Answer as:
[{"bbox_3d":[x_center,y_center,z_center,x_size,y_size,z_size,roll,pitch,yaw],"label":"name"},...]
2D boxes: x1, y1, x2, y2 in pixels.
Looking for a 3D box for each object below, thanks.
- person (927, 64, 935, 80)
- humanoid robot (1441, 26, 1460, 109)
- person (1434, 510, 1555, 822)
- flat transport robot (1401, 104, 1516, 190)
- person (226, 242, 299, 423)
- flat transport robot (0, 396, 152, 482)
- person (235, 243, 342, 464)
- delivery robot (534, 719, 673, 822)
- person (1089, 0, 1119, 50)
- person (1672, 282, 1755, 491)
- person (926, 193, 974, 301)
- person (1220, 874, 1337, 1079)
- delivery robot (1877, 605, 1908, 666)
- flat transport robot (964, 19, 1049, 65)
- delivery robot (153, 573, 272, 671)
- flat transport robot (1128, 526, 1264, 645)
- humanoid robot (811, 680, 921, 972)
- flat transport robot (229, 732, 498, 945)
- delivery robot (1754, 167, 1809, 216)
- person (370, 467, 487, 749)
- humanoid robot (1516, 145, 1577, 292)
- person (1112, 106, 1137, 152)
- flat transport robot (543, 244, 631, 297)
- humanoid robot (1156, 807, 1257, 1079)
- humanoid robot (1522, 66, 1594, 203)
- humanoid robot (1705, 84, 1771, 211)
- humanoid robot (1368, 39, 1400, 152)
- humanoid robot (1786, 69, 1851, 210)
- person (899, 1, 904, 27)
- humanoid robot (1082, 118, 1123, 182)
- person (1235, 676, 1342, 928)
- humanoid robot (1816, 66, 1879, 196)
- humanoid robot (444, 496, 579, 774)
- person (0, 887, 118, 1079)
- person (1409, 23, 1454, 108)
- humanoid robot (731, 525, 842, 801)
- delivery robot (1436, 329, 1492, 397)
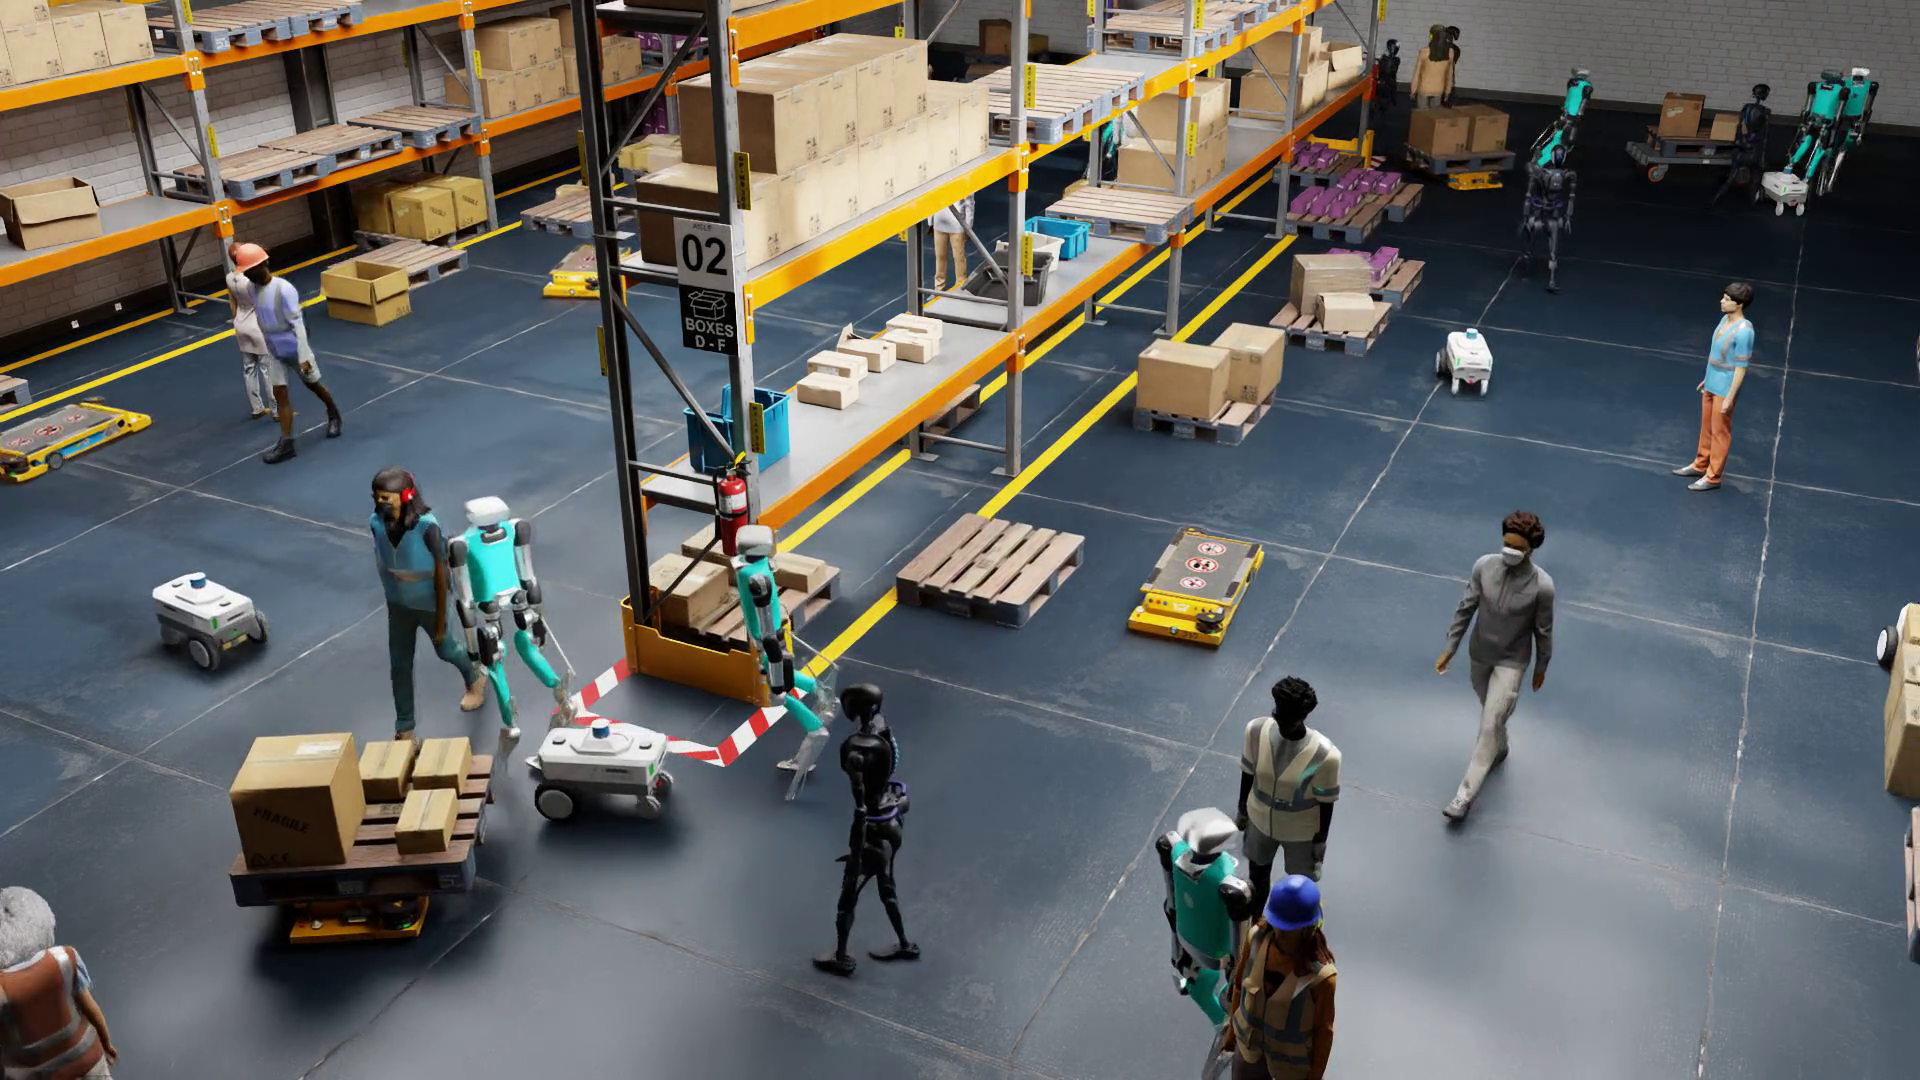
[{"bbox_3d":[-0.502,-5.331,21.815,0.480,1.811,0.600,1,26,2],"label":"person"},{"bbox_3d":[7.351,-6.994,25.346,0.668,1.642,0.600,2,26,3],"label":"humanoid robot"},{"bbox_3d":[3.096,0.677,9.633,0.992,1.843,0.536,-24,35,-39],"label":"person"},{"bbox_3d":[6.895,-5.131,23.142,0.659,0.231,1.431,-6,27,-12],"label":"flat transport robot"},{"bbox_3d":[-6.334,-1.868,14.980,0.439,1.661,0.285,11,28,21],"label":"person"},{"bbox_3d":[-7.905,-0.891,14.577,0.659,0.231,1.431,10,28,20],"label":"flat transport robot"},{"bbox_3d":[-5.791,-1.669,14.353,0.628,1.871,0.964,10,28,20],"label":"person"},{"bbox_3d":[-2.094,1.321,9.770,0.776,0.580,0.499,2,26,5],"label":"delivery robot"},{"bbox_3d":[2.526,-9.055,29.196,0.533,1.931,0.409,15,30,27],"label":"person"},{"bbox_3d":[6.225,-1.253,13.621,0.328,1.768,0.496,1,26,2],"label":"person"},{"bbox_3d":[-0.118,-3.422,18.014,0.562,1.752,0.325,13,29,25],"label":"person"},{"bbox_3d":[1.292,2.106,6.820,0.462,1.781,0.306,23,34,38],"label":"person"},{"bbox_3d":[6.417,0.728,10.983,0.499,0.592,0.774,9,28,17],"label":"delivery robot"},{"bbox_3d":[0.885,-8.442,29.831,1.431,0.231,0.659,21,33,36],"label":"flat transport robot"},{"bbox_3d":[-5.165,0.524,11.418,0.814,0.612,0.499,16,30,28],"label":"delivery robot"},{"bbox_3d":[1.749,0.313,12.145,0.659,0.231,1.431,10,28,19],"label":"flat transport robot"},{"bbox_3d":[-0.474,1.425,8.317,0.542,1.641,0.609,6,27,11],"label":"humanoid robot"},{"bbox_3d":[-3.239,1.721,9.302,0.659,0.231,1.431,-3,26,-5],"label":"flat transport robot"},{"bbox_3d":[10.725,-4.561,21.690,0.499,0.614,0.791,0,26,0],"label":"delivery robot"},{"bbox_3d":[-3.327,0.383,10.267,0.515,1.834,0.931,5,27,11],"label":"person"},{"bbox_3d":[6.516,-3.583,18.473,0.603,1.619,0.775,0,26,0],"label":"humanoid robot"},{"bbox_3d":[2.255,-5.114,21.282,0.671,1.891,0.454,13,29,24],"label":"person"},{"bbox_3d":[-4.225,-3.081,19.002,0.659,0.231,1.431,2,26,5],"label":"flat transport robot"},{"bbox_3d":[1.240,1.915,7.316,0.771,1.839,0.552,-16,31,-29],"label":"humanoid robot"},{"bbox_3d":[7.747,-5.275,21.805,0.819,1.802,0.548,-3,27,-7],"label":"humanoid robot"},{"bbox_3d":[10.118,-5.037,21.440,0.767,1.650,0.602,-7,27,-14],"label":"humanoid robot"},{"bbox_3d":[6.187,-6.484,24.305,0.616,1.643,0.326,-23,34,-38],"label":"humanoid robot"},{"bbox_3d":[10.973,-5.105,21.517,0.676,1.872,0.542,-19,32,-33],"label":"humanoid robot"},{"bbox_3d":[-0.914,-9.483,30.180,0.365,1.827,0.515,18,31,32],"label":"person"},{"bbox_3d":[2.002,-5.663,22.633,0.874,1.838,0.554,-22,34,-37],"label":"humanoid robot"},{"bbox_3d":[1.615,1.416,8.318,0.535,1.691,0.319,19,32,33],"label":"person"},{"bbox_3d":[11.788,-5.495,22.235,0.530,1.756,0.816,7,27,15],"label":"humanoid robot"},{"bbox_3d":[-2.572,0.664,9.814,0.781,1.803,0.538,23,35,39],"label":"humanoid robot"},{"bbox_3d":[-3.735,2.144,6.859,0.391,1.672,0.453,21,33,36],"label":"person"},{"bbox_3d":[6.880,-6.585,24.296,0.561,1.856,0.461,-2,26,-4],"label":"person"},{"bbox_3d":[-0.923,0.723,9.680,0.735,1.805,0.534,-8,27,-15],"label":"humanoid robot"},{"bbox_3d":[4.871,-1.738,15.939,0.499,0.570,0.747,4,27,7],"label":"delivery robot"}]
